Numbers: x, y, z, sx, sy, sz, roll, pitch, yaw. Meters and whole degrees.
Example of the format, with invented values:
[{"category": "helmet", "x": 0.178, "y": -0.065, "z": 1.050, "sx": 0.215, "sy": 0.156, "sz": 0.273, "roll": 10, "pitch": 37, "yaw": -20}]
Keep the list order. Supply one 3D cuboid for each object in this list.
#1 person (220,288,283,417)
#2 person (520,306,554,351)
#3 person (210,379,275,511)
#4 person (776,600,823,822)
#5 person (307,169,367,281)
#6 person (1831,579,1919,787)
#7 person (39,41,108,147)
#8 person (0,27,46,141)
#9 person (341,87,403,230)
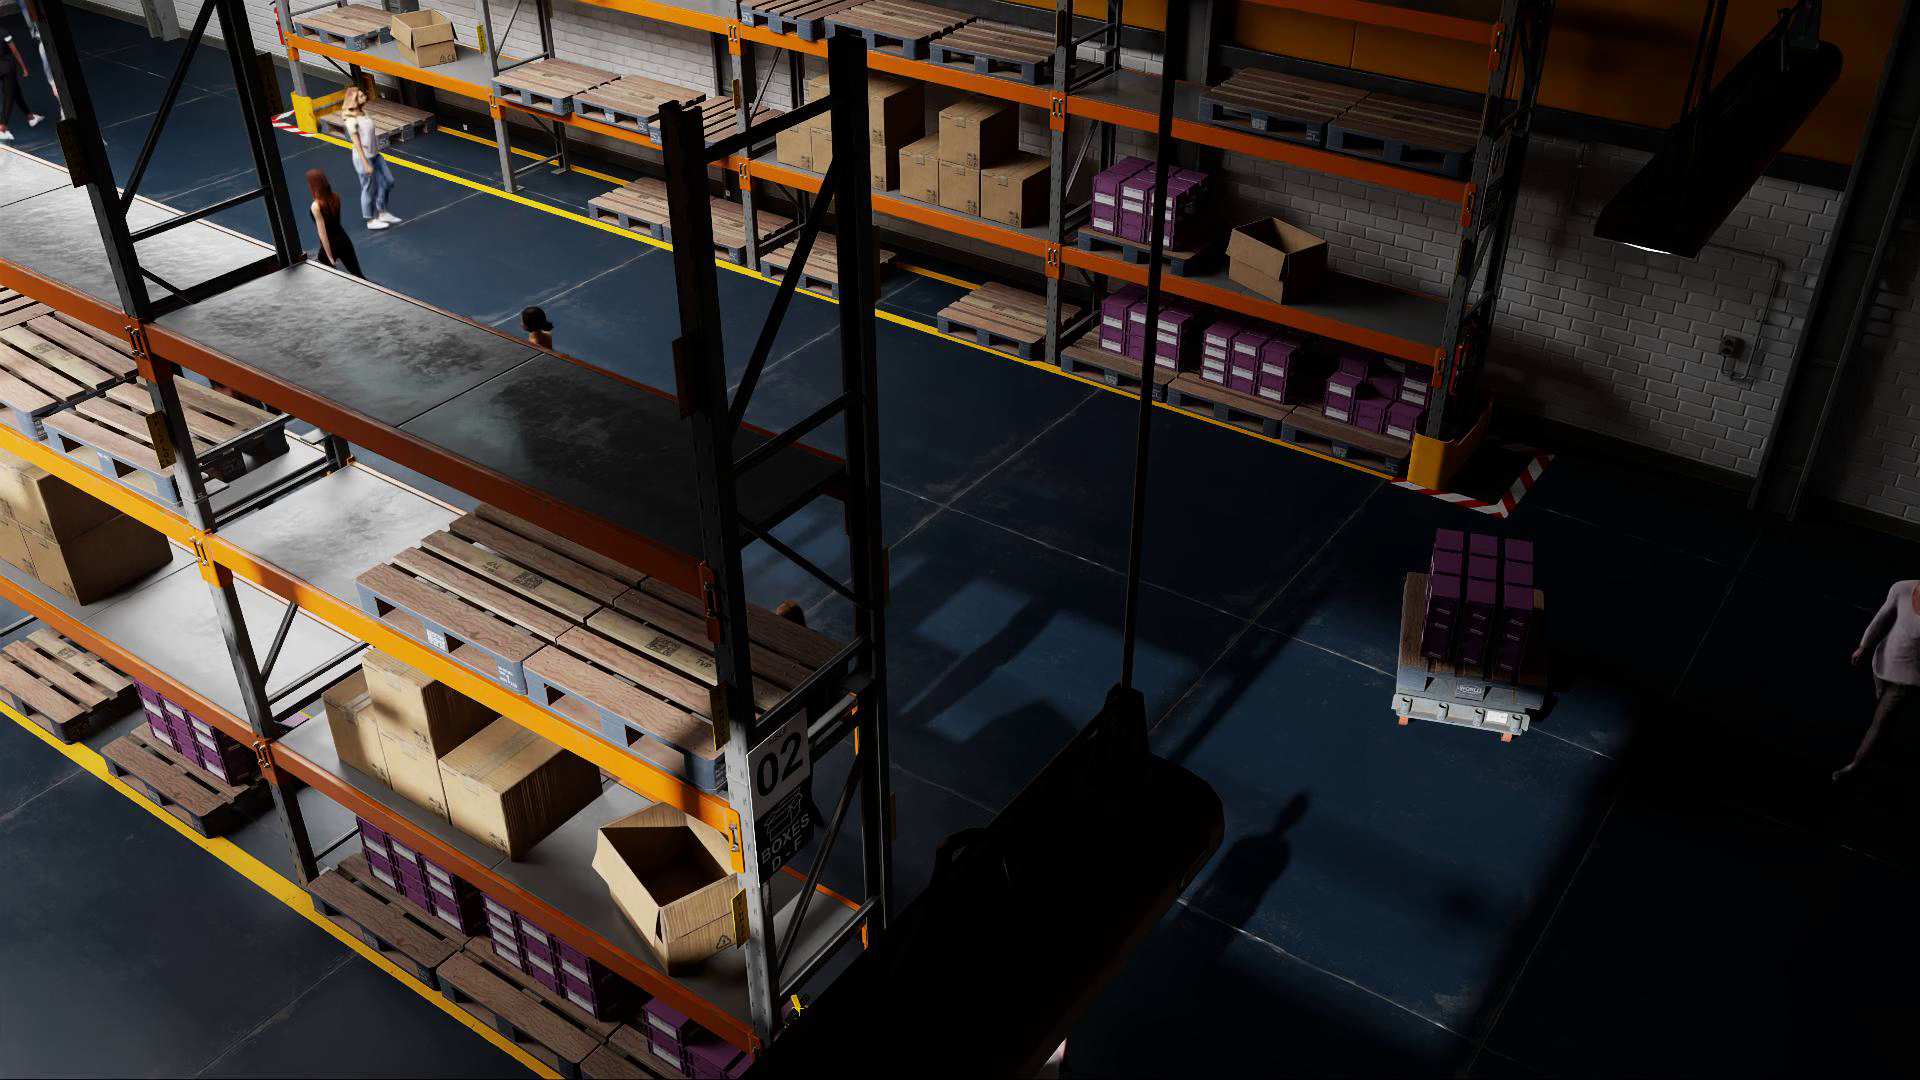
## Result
[{"category": "person", "x": -6.497, "y": -1.681, "z": 15.130, "sx": 0.654, "sy": 1.803, "sz": 0.714, "roll": 10, "pitch": 35, "yaw": 15}, {"category": "person", "x": -3.602, "y": -1.300, "z": 14.718, "sx": 1.067, "sy": 1.625, "sz": 0.748, "roll": 12, "pitch": 35, "yaw": 17}, {"category": "person", "x": -5.980, "y": -0.823, "z": 13.861, "sx": 0.770, "sy": 1.781, "sz": 0.618, "roll": -17, "pitch": 37, "yaw": -24}, {"category": "person", "x": -1.071, "y": 1.151, "z": 10.835, "sx": 0.684, "sy": 1.842, "sz": 0.674, "roll": -20, "pitch": 38, "yaw": -27}, {"category": "person", "x": -6.378, "y": -2.986, "z": 17.202, "sx": 1.184, "sy": 1.683, "sz": 0.690, "roll": 15, "pitch": 36, "yaw": 21}, {"category": "person", "x": 6.486, "y": 0.821, "z": 11.380, "sx": 1.055, "sy": 1.789, "sz": 1.173, "roll": -17, "pitch": 37, "yaw": -24}, {"category": "person", "x": -11.718, "y": -5.985, "z": 21.741, "sx": 1.159, "sy": 1.654, "sz": 0.754, "roll": 28, "pitch": 43, "yaw": 35}, {"category": "person", "x": -12.609, "y": -6.103, "z": 21.890, "sx": 1.245, "sy": 1.685, "sz": 1.034, "roll": 4, "pitch": 34, "yaw": 6}, {"category": "person", "x": -6.984, "y": -4.410, "z": 19.317, "sx": 0.799, "sy": 1.712, "sz": 0.758, "roll": 3, "pitch": 34, "yaw": 4}]
